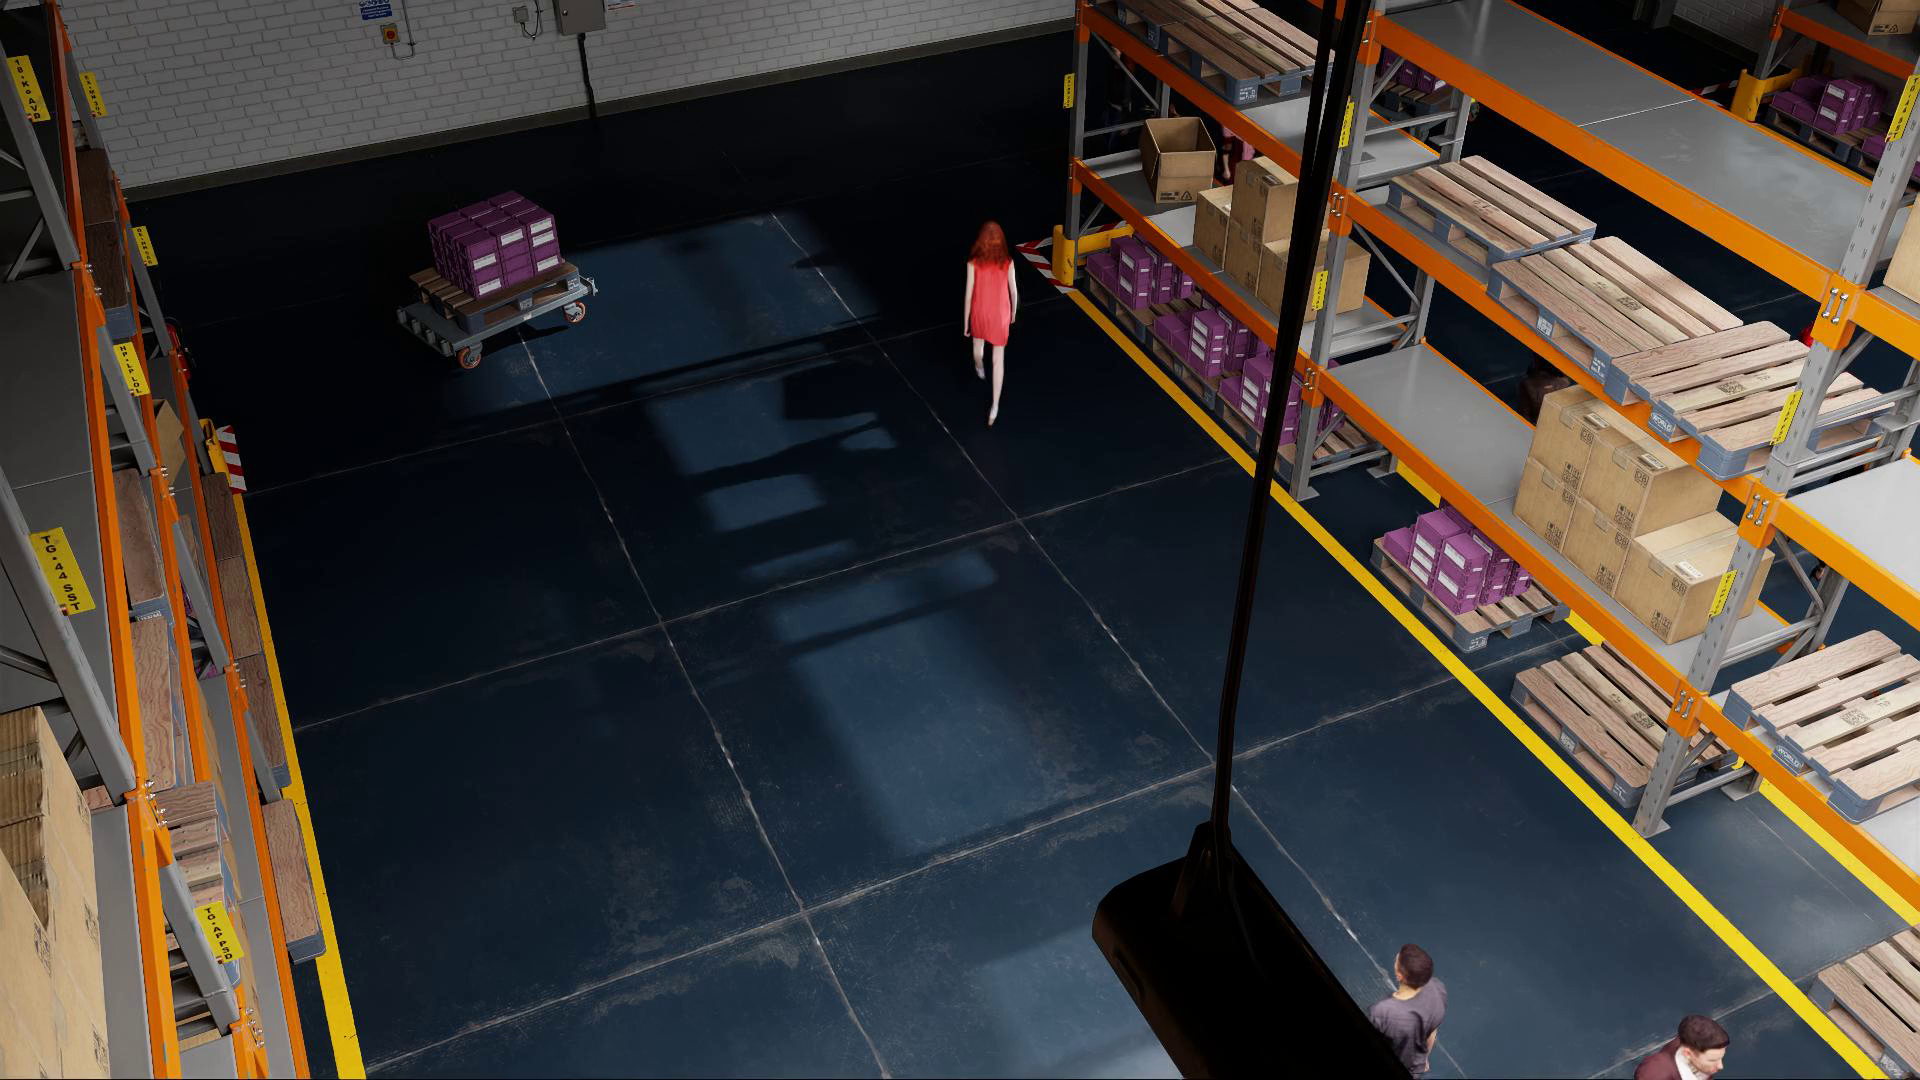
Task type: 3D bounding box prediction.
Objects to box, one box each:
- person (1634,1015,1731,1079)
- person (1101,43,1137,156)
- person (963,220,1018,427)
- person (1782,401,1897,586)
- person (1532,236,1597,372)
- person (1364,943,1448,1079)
[{"bbox_3d":[3.326,2.895,8.172,0.777,1.854,1.008,-23,44,-26],"label":"person"},{"bbox_3d":[1.724,-4.445,17.430,0.733,1.771,0.781,-10,40,-12],"label":"person"},{"bbox_3d":[0.268,-1.803,14.119,0.897,1.773,1.236,-3,39,-4],"label":"person"},{"bbox_3d":[6.536,-0.377,12.403,0.642,1.687,0.834,-14,41,-17],"label":"person"},{"bbox_3d":[5.054,-1.727,14.012,0.931,1.789,1.221,-4,39,-5],"label":"person"},{"bbox_3d":[2.232,2.748,8.444,0.670,1.745,0.854,-20,43,-23],"label":"person"}]
